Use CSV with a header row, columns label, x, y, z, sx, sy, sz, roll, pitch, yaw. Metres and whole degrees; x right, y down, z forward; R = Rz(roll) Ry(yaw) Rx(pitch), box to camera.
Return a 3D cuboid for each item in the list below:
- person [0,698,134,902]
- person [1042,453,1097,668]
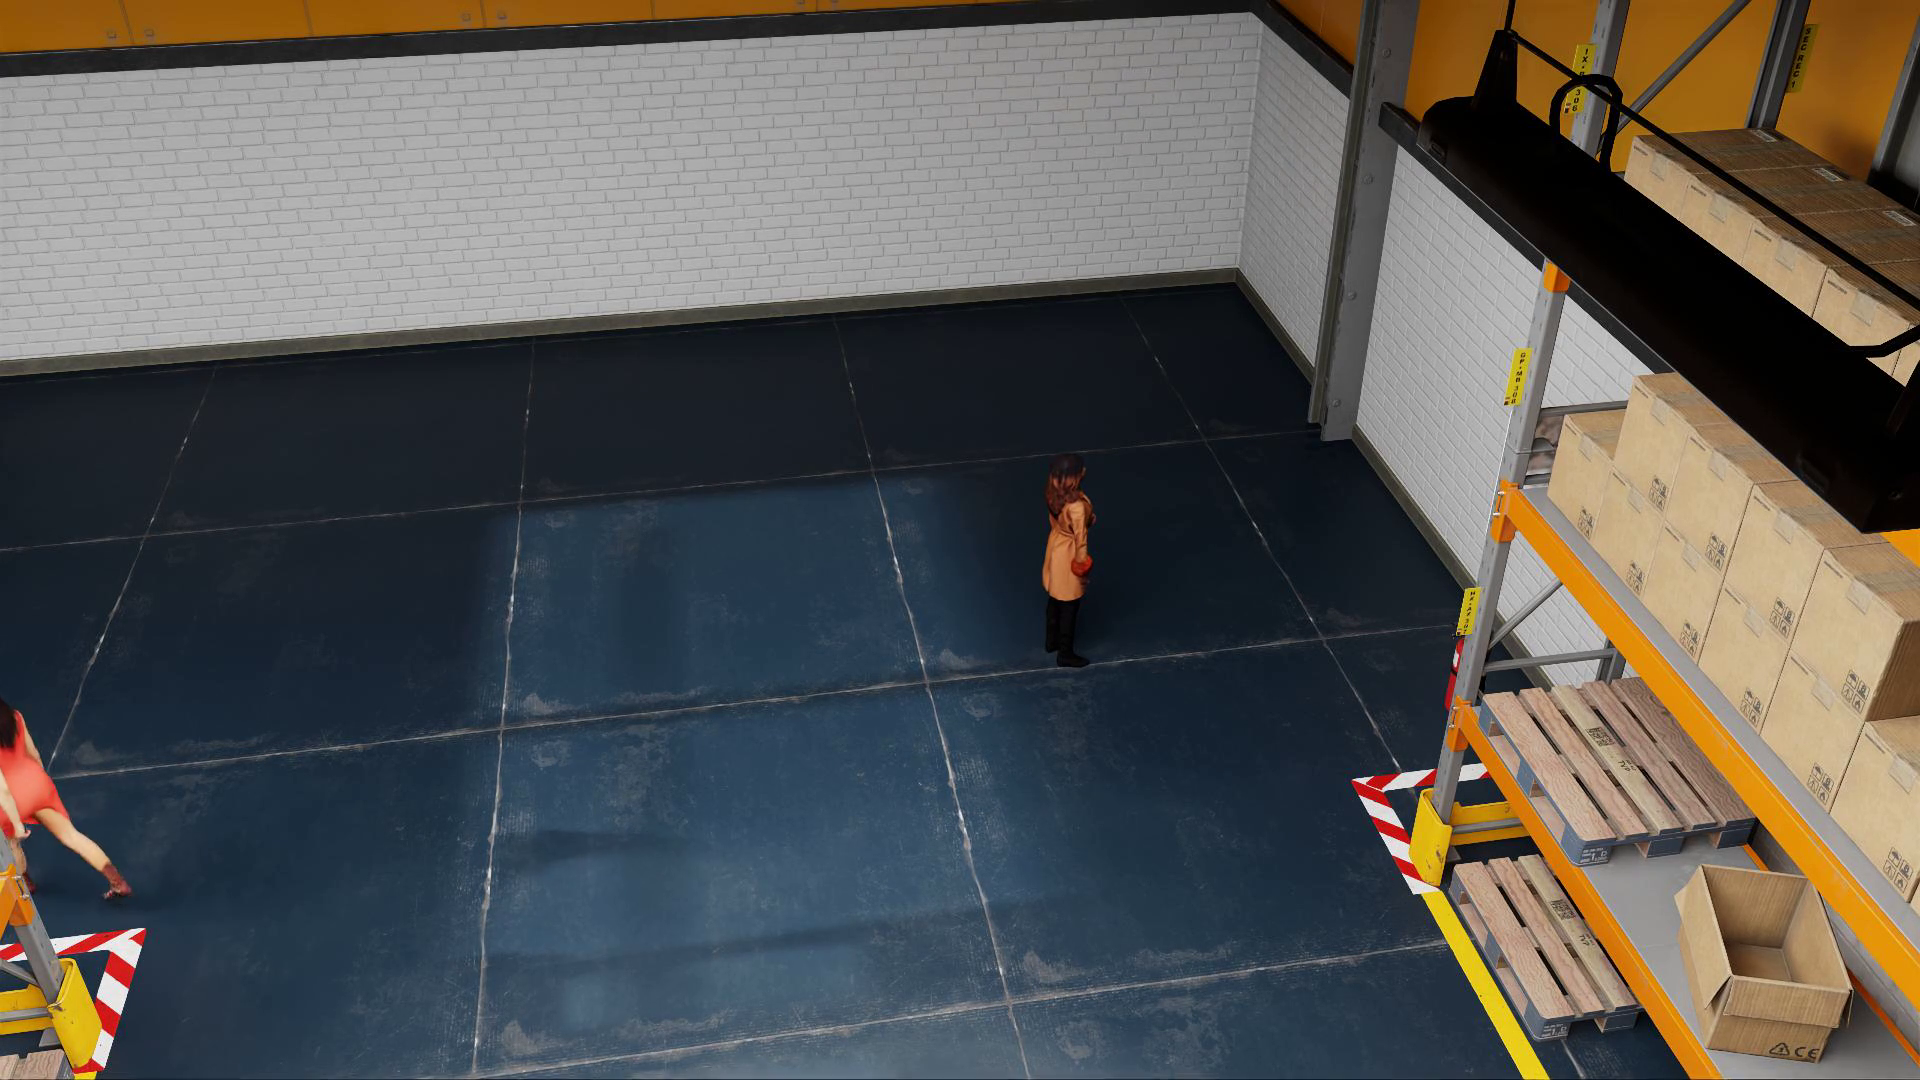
label,x,y,z,sx,sy,sz,roll,pitch,yaw
person,-5.385,1.538,9.730,0.958,1.672,1.186,6,34,10
person,0.764,0.134,11.800,0.789,1.719,0.597,-12,36,-18
